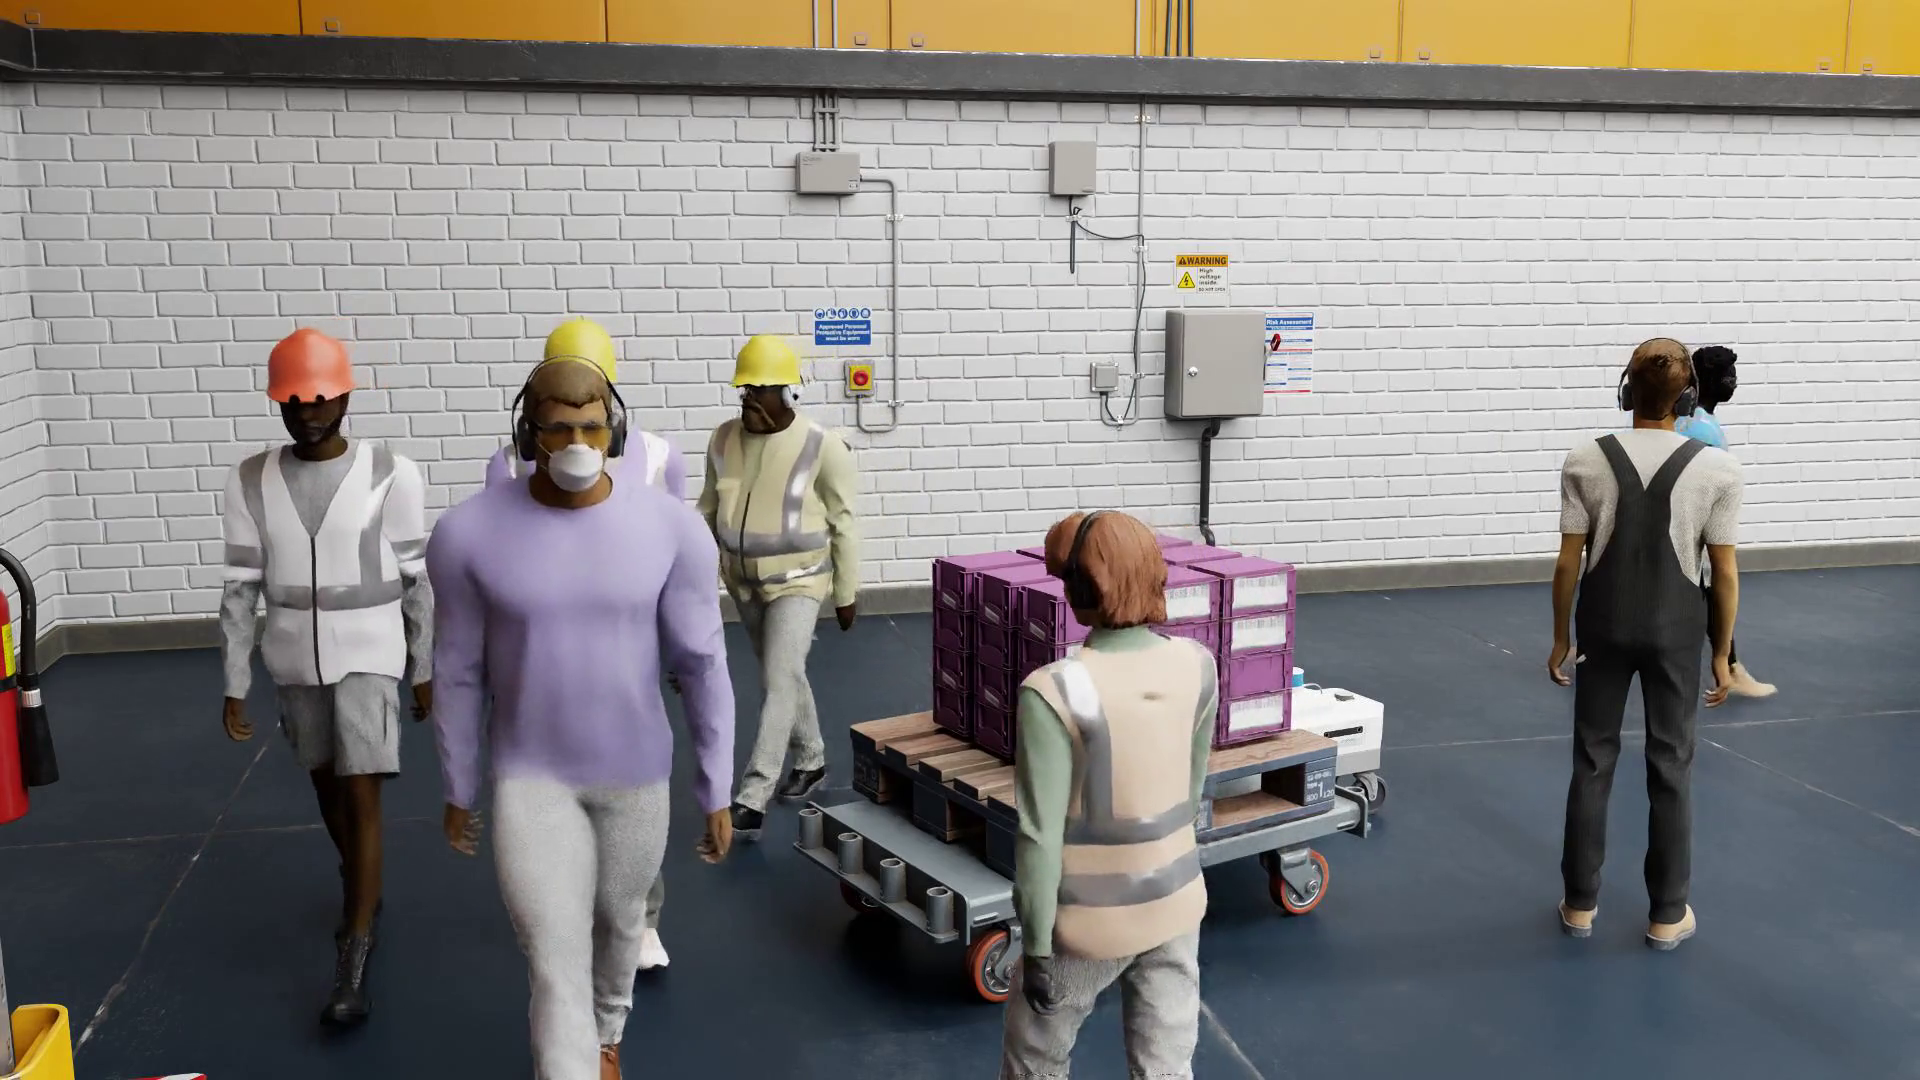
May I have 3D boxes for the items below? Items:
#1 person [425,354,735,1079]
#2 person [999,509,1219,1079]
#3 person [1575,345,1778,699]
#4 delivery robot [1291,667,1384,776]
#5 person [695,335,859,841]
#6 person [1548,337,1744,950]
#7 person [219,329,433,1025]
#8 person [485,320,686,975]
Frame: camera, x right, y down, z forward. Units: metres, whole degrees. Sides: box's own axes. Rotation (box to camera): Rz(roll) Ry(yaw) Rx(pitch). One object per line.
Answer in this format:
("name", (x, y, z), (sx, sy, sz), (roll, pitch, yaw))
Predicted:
("person", (-0.844, 0.535, 3.758), (0.642, 1.906, 1.003), (-3, 11, -16))
("person", (0.243, 0.733, 3.344), (0.535, 1.616, 0.685), (-7, 12, -34))
("person", (3.388, -0.093, 7.819), (0.871, 1.658, 0.542), (3, 11, 16))
("delivery robot", (1.212, 0.712, 6.143), (0.707, 0.478, 0.477), (-5, 11, -27))
("person", (-0.721, 0.161, 6.025), (0.590, 1.783, 0.925), (6, 12, 30))
("person", (2.052, 0.315, 5.024), (0.520, 1.844, 0.330), (5, 11, 26))
("person", (-1.805, 0.345, 4.749), (0.553, 1.886, 0.960), (0, 10, -2))
("person", (-1.074, 0.317, 4.883), (0.611, 1.890, 0.869), (-3, 11, -15))
